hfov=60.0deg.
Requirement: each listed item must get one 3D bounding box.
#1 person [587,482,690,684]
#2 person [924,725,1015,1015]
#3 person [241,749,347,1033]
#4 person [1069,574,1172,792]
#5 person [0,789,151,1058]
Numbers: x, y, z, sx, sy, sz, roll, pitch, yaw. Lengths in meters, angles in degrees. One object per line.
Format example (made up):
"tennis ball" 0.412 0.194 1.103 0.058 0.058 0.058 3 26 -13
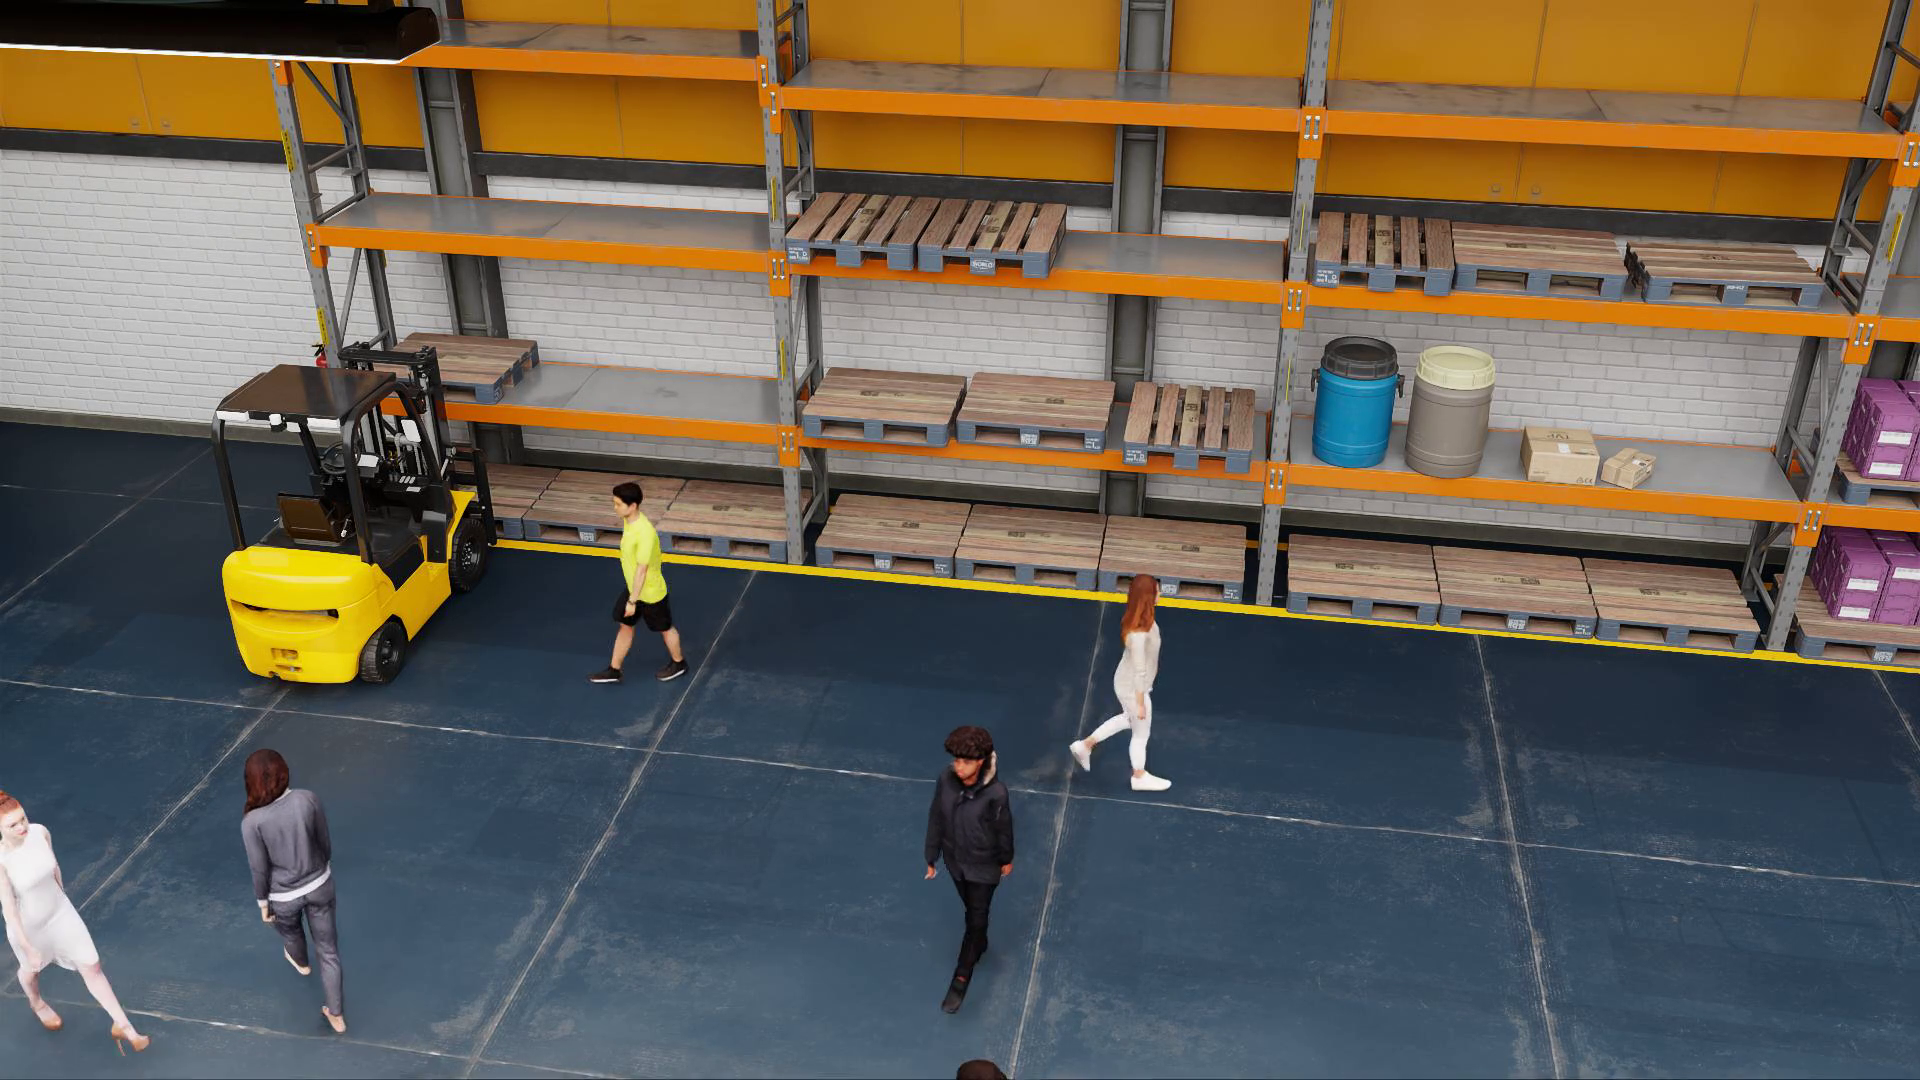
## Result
"person" -2.279 0.347 12.429 1.072 1.627 1.013 -19 34 -30
"person" 0.102 1.785 9.668 1.025 1.746 0.897 14 31 24
"person" -3.650 2.007 9.290 1.056 1.719 1.121 -21 35 -33
"person" 1.092 0.983 11.191 0.973 1.696 0.682 1 29 1
"person" -5.094 2.096 9.097 1.140 1.747 0.746 11 30 19
